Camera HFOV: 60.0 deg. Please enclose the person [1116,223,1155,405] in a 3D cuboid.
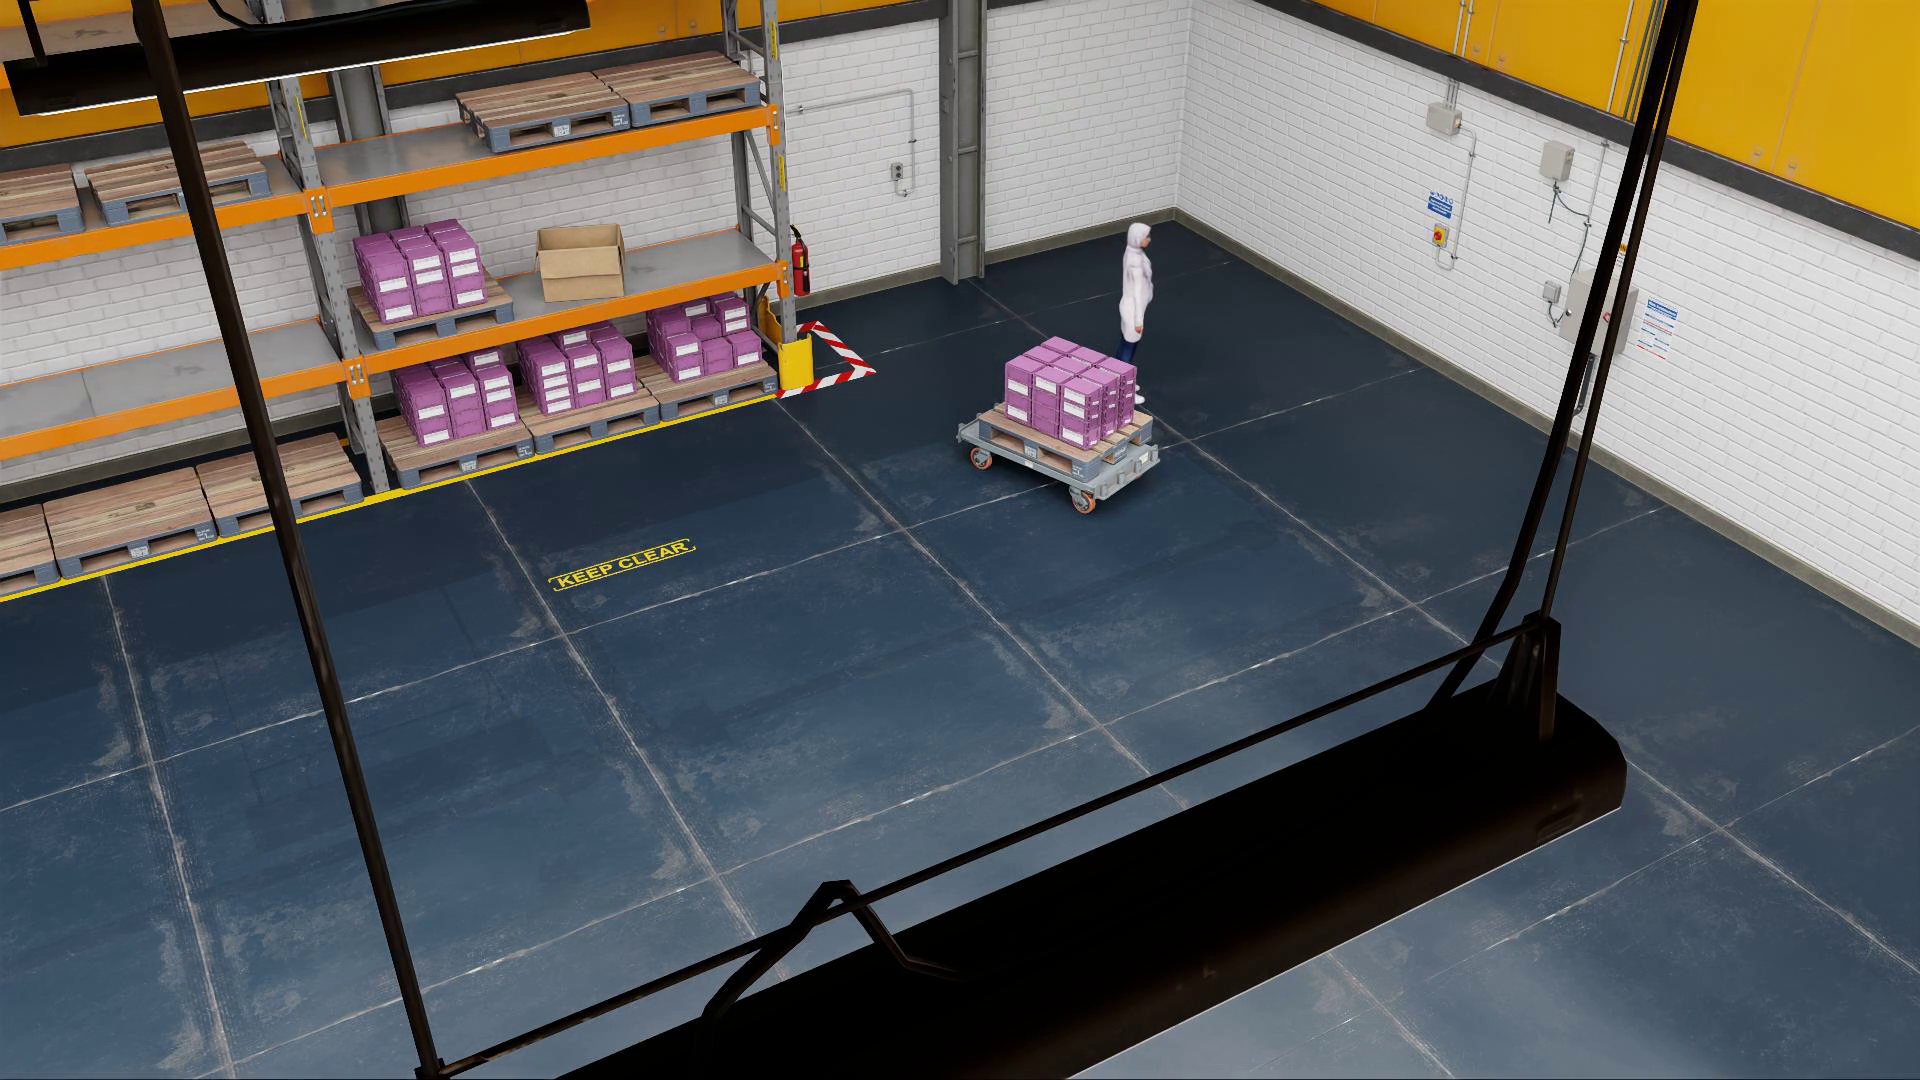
[{"bbox_3d":[1.619,-2.144,15.659,0.700,1.775,0.698,-1,34,-1],"label":"person"}]
